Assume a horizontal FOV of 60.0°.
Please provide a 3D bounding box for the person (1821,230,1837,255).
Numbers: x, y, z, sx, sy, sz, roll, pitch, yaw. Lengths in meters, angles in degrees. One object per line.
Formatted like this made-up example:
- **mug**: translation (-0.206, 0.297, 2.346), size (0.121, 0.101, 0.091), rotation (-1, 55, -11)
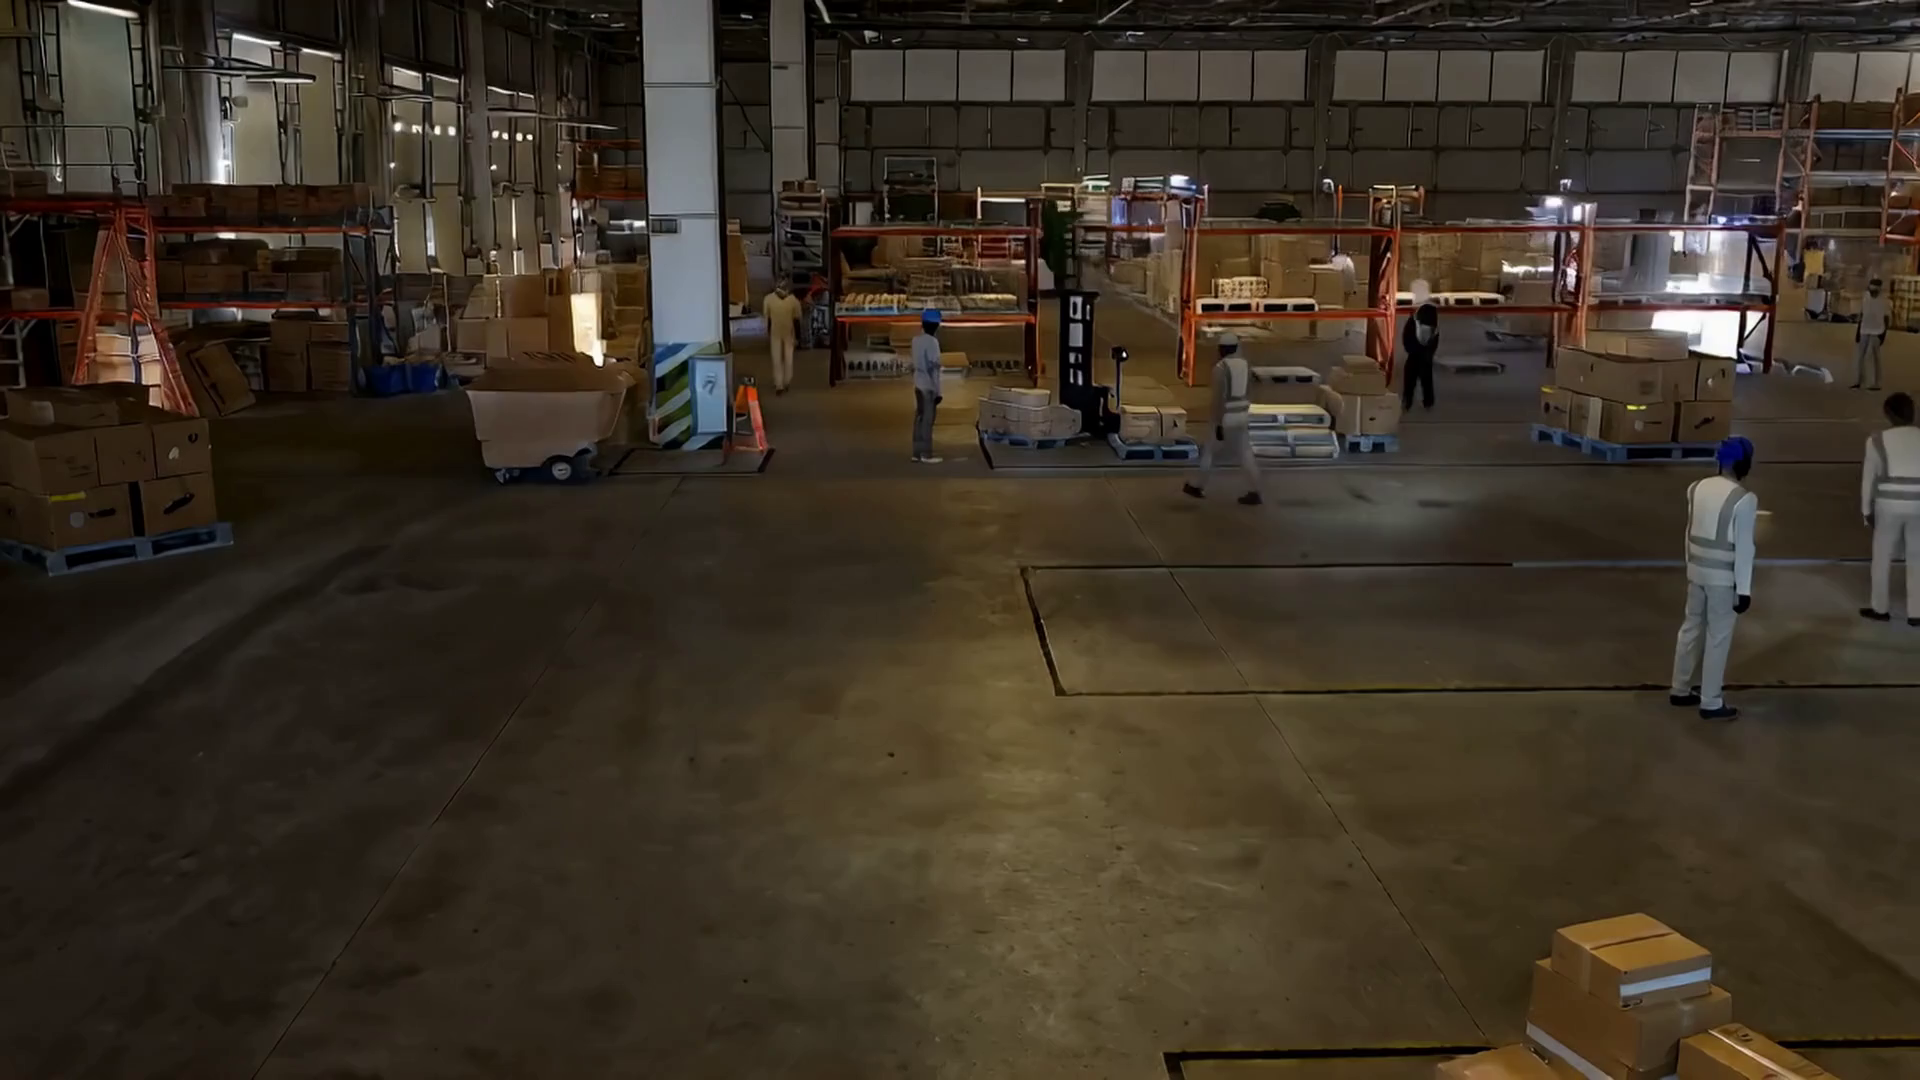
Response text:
- **person**: translation (28.298, -9.262, 54.276), size (0.579, 1.671, 0.570), rotation (8, 15, 31)

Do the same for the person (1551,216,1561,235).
- **person**: translation (22.122, -11.023, 61.683), size (0.439, 1.922, 0.556), rotation (-1, 13, -4)

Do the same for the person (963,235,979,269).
- **person**: translation (0.324, -9.091, 53.497), size (0.538, 1.678, 0.704), rotation (6, 14, 26)

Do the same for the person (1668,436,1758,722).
- **person**: translation (4.953, 0.250, 10.894), size (0.354, 1.876, 0.574), rotation (-4, 13, -15)

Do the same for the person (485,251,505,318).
- **person**: translation (-11.472, -6.269, 40.876), size (0.522, 1.631, 0.323), rotation (11, 17, 41)

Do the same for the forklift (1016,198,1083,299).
- **forklift**: translation (2.520, -8.201, 46.747), size (1.873, 2.768, 1.129), rotation (0, 12, -2)

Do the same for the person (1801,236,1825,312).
- **person**: translation (21.868, -6.802, 42.583), size (0.630, 1.937, 0.373), rotation (-6, 14, -26)

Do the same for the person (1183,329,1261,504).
- **person**: translation (2.917, -1.339, 18.033), size (0.623, 1.895, 1.026), rotation (-10, 16, -38)

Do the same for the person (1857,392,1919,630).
- **person**: translation (7.480, -0.218, 13.079), size (0.750, 1.854, 0.373), rotation (8, 15, 33)

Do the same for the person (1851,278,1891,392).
- **person**: translation (14.933, -3.359, 27.223), size (0.325, 1.860, 0.511), rotation (-7, 14, -27)

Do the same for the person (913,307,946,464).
- **person**: translation (-0.377, -1.896, 20.476), size (0.395, 1.922, 0.588), rotation (-6, 14, -27)

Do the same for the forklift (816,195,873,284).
- **forklift**: translation (-3.853, -9.485, 52.547), size (1.873, 2.768, 1.129), rotation (-7, 14, -29)

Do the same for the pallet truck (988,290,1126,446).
- **pallet truck**: translation (1.257, -2.299, 22.111), size (1.885, 1.965, 0.823), rotation (-9, 15, -35)

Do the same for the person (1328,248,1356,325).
- **person**: translation (9.025, -5.981, 39.223), size (0.684, 1.787, 0.868), rotation (10, 16, 37)

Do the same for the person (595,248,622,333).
- **person**: translation (-7.847, -5.545, 37.014), size (0.614, 1.880, 0.944), rotation (-8, 15, -32)

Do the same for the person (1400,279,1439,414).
- **person**: translation (6.746, -2.876, 24.618), size (0.753, 2.000, 0.718), rotation (3, 13, 14)

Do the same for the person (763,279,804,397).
- **person**: translation (-2.838, -3.272, 26.776), size (0.644, 1.879, 1.050), rotation (-1, 13, -3)

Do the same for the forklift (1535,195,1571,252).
- **forklift**: translation (18.927, -9.625, 53.180), size (1.129, 2.768, 1.873), rotation (0, 12, -2)

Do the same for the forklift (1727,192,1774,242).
- **forklift**: translation (29.036, -11.233, 60.436), size (1.873, 2.768, 1.129), rotation (0, 12, -2)

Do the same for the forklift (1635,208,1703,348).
- **forklift**: translation (14.052, -5.329, 33.782), size (1.873, 2.768, 1.129), rotation (0, 12, -2)
